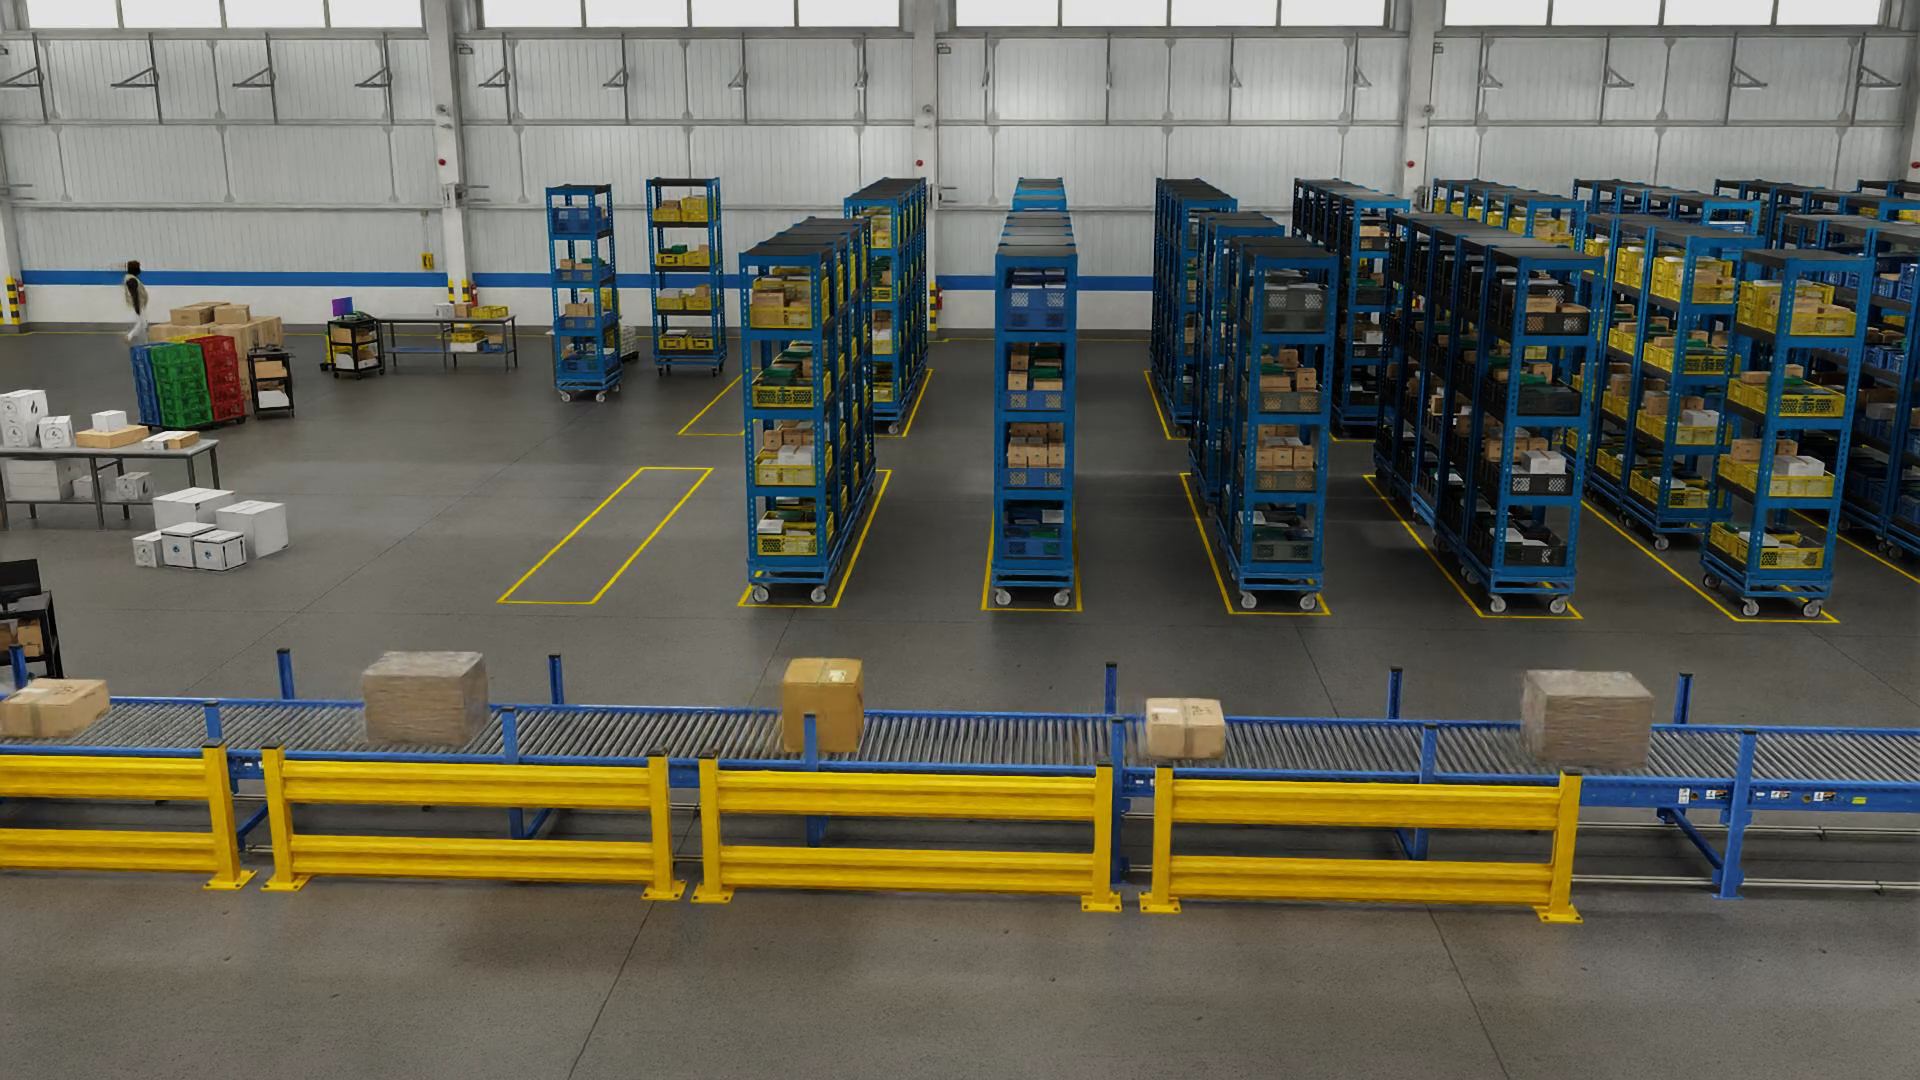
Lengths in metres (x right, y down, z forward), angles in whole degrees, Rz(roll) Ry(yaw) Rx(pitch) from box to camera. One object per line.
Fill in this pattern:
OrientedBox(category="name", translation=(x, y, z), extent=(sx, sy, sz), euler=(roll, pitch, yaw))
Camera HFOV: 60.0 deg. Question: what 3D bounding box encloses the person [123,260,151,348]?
OrientedBox(category="person", translation=(-16.648, -4.726, 33.612), extent=(0.490, 1.831, 0.649), euler=(-6, 16, -21))
